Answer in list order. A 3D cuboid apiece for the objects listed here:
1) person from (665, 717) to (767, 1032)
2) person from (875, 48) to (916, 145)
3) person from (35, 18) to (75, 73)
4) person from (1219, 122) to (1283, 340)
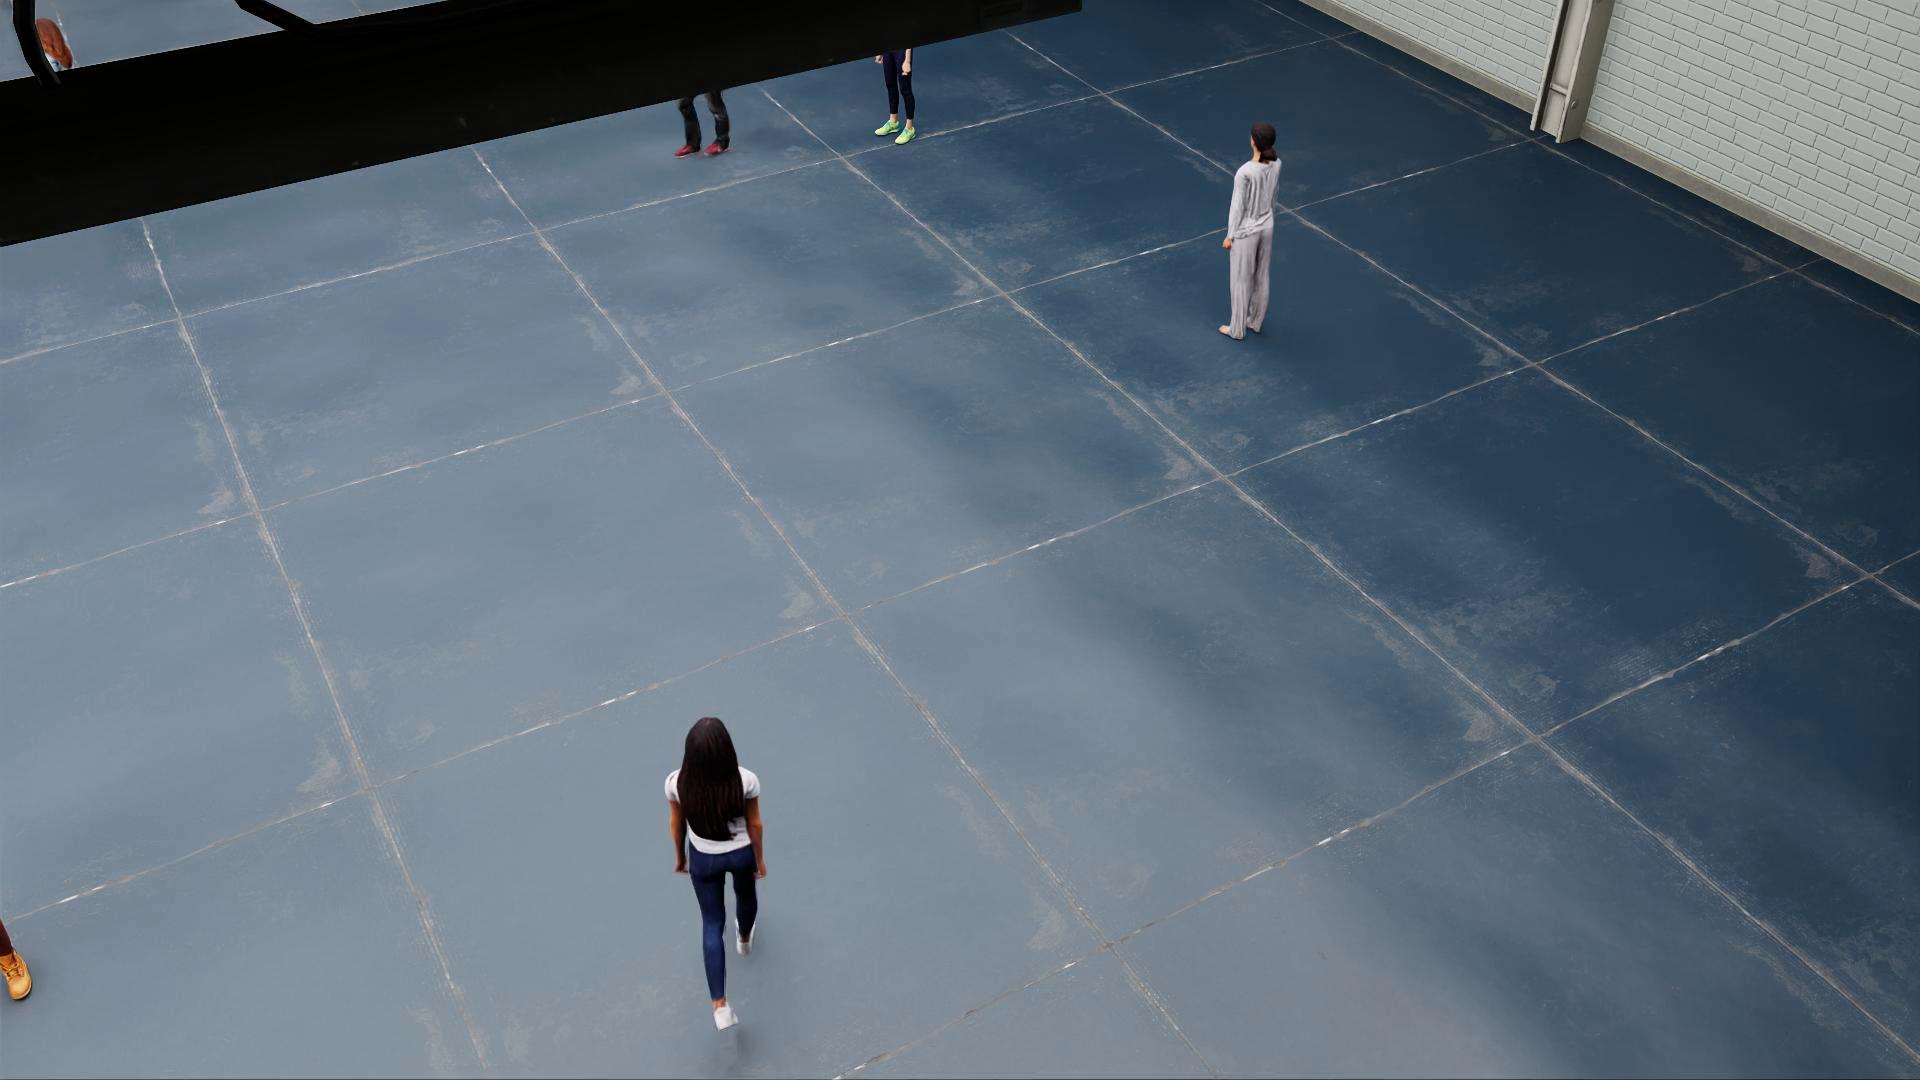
[{"bbox_3d":[-1.110,1.559,7.769,0.927,1.751,1.175,-2,38,-3],"label":"person"},{"bbox_3d":[-0.594,-4.604,15.688,0.708,1.701,0.550,-31,48,-33],"label":"person"},{"bbox_3d":[-8.105,-4.010,15.111,0.691,1.476,0.538,-7,39,-9],"label":"person"},{"bbox_3d":[2.253,-2.364,12.766,0.577,1.773,0.512,-20,42,-24],"label":"person"}]
